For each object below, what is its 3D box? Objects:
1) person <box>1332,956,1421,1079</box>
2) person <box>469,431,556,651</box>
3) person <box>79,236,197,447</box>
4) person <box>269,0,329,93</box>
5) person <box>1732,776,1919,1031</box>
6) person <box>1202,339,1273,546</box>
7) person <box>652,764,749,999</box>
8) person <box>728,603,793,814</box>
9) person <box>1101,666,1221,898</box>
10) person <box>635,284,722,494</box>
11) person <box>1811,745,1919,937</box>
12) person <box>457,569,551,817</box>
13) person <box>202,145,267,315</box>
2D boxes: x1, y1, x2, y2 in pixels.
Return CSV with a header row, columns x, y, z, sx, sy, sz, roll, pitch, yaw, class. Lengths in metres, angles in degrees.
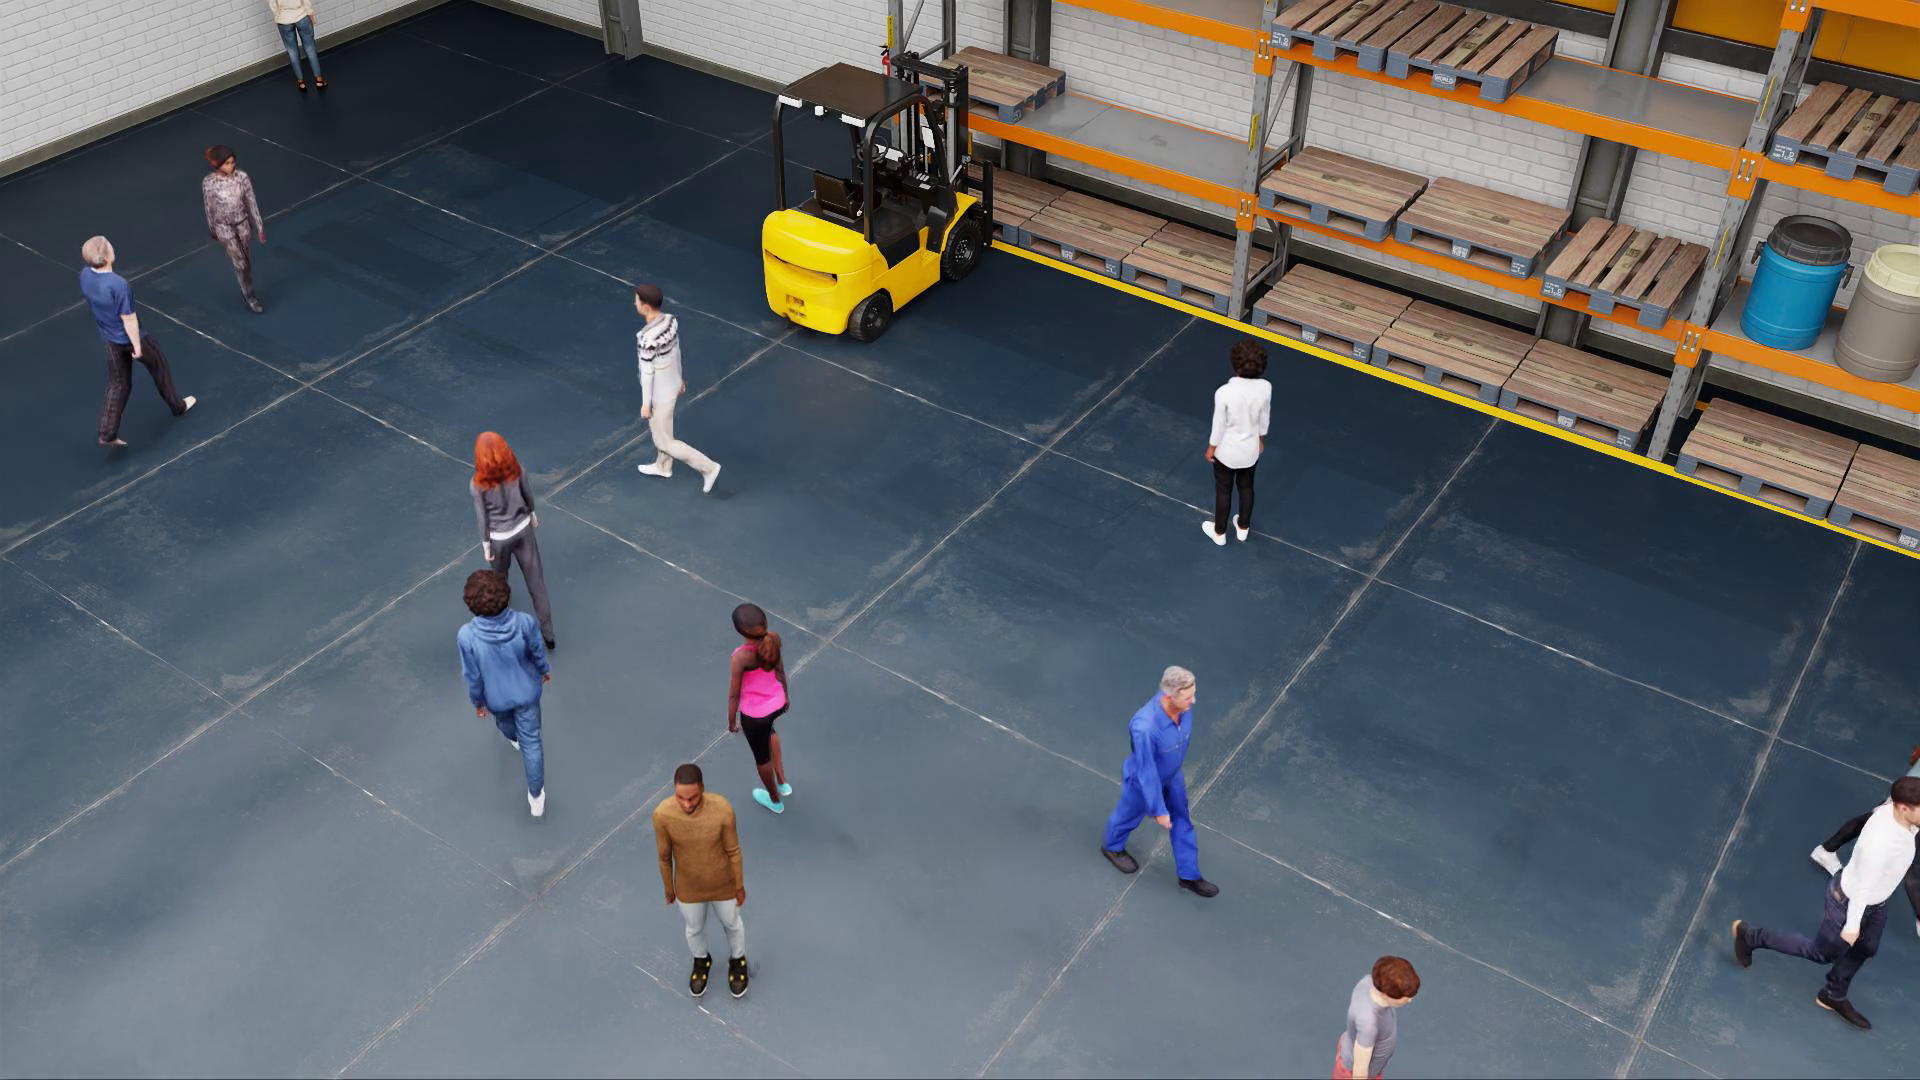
x,y,z,sx,sy,sz,roll,pitch,yaw,class
2.057,2.690,8.574,0.604,1.650,0.642,13,41,16,person
-3.154,0.042,11.833,0.911,1.720,1.248,-23,44,-26,person
-7.013,-1.617,13.828,1.223,1.824,0.989,10,40,12,person
-7.846,-6.120,19.580,0.697,1.680,0.750,-7,39,-9,person
4.944,1.958,9.336,0.772,1.842,1.140,-30,48,-32,person
2.133,-0.741,12.742,0.727,1.809,0.770,-10,40,-12,person
-1.438,1.901,9.428,0.691,1.816,0.763,-4,39,-5,person
-1.191,1.108,10.506,0.638,1.711,0.612,30,48,32,person
1.089,1.389,10.091,0.847,1.788,1.110,-31,48,-33,person
-2.301,-1.177,13.269,1.141,1.832,0.938,8,39,9,person
5.634,1.556,9.971,0.925,1.679,1.250,-20,43,-23,person
-2.859,0.998,10.598,1.139,1.768,1.252,-9,40,-12,person
-6.837,-2.928,15.589,0.725,1.674,0.835,-18,42,-21,person
